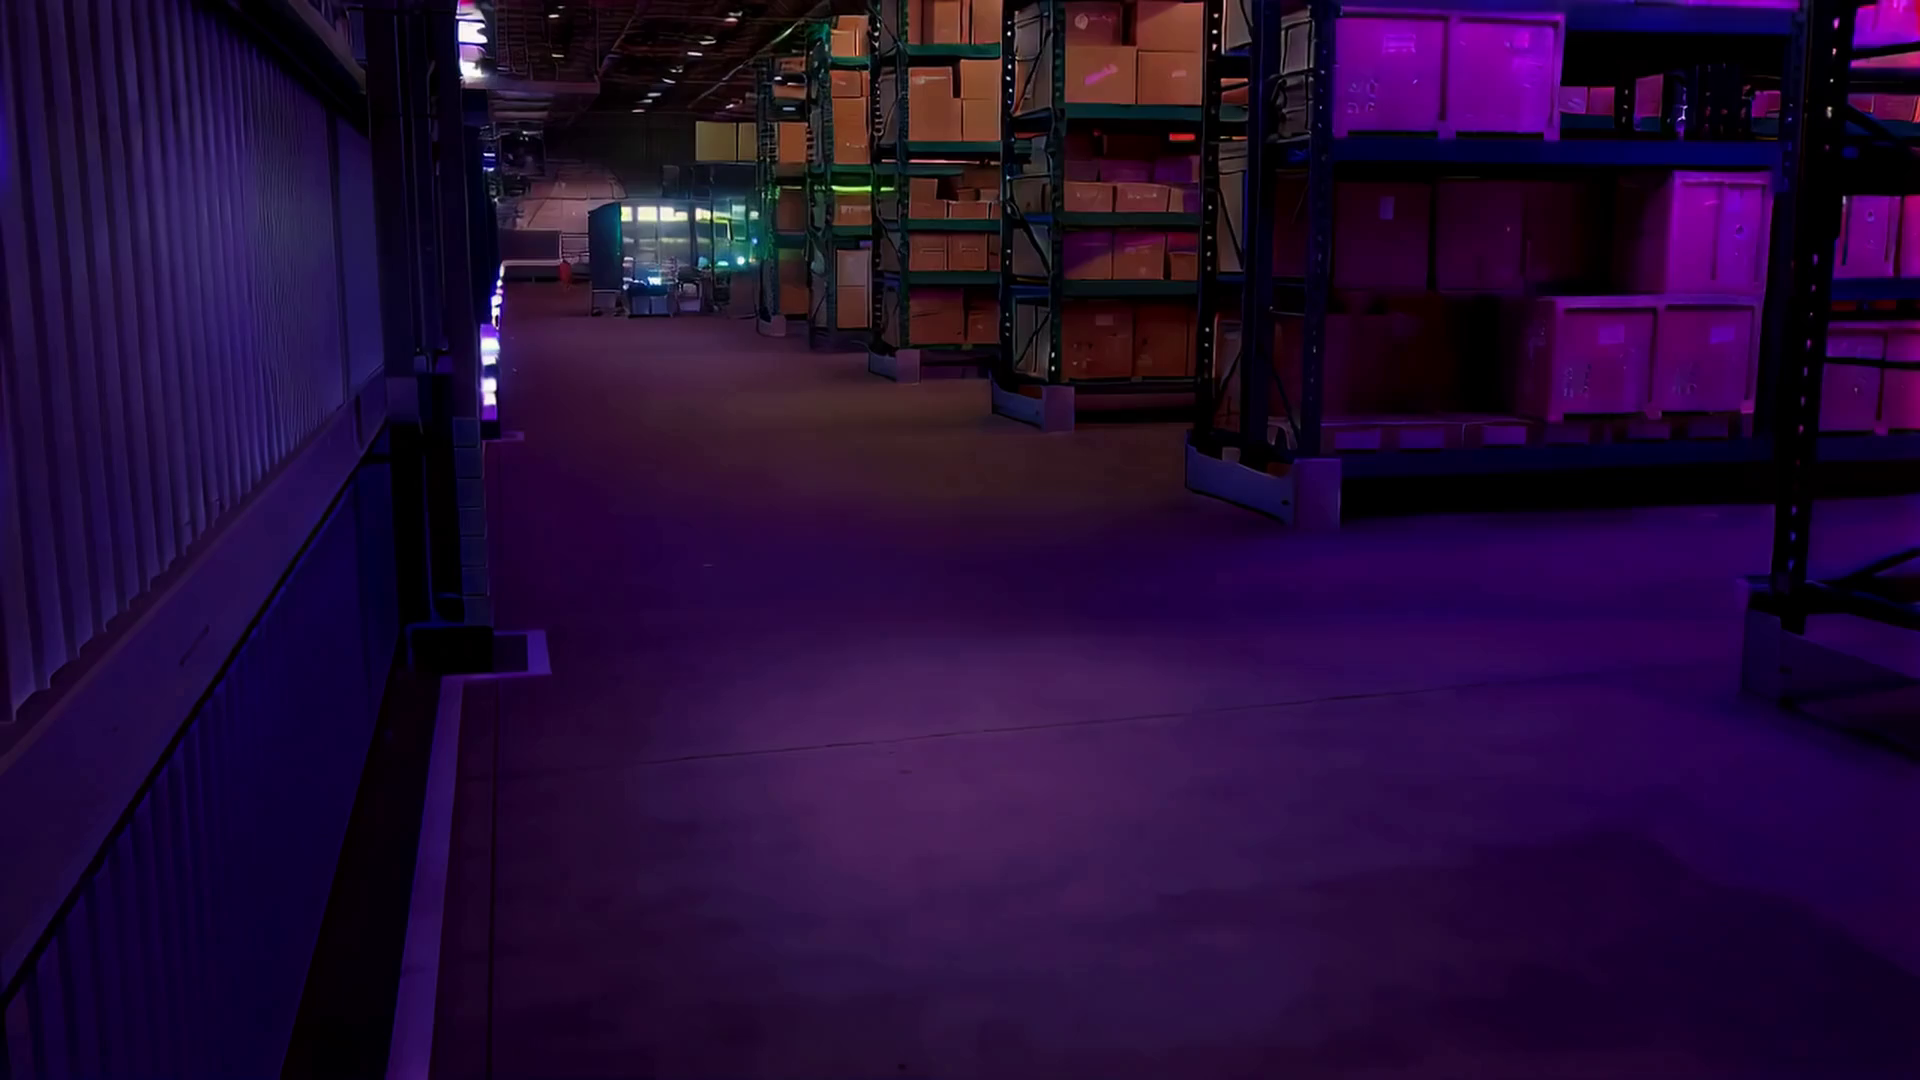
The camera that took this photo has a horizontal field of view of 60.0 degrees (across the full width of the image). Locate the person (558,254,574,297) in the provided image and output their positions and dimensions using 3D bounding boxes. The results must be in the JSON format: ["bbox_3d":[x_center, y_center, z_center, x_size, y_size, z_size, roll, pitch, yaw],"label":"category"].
[{"bbox_3d":[-15.744,-10.565,66.508,0.594,1.707,0.858,-2,10,-10],"label":"person"}]
